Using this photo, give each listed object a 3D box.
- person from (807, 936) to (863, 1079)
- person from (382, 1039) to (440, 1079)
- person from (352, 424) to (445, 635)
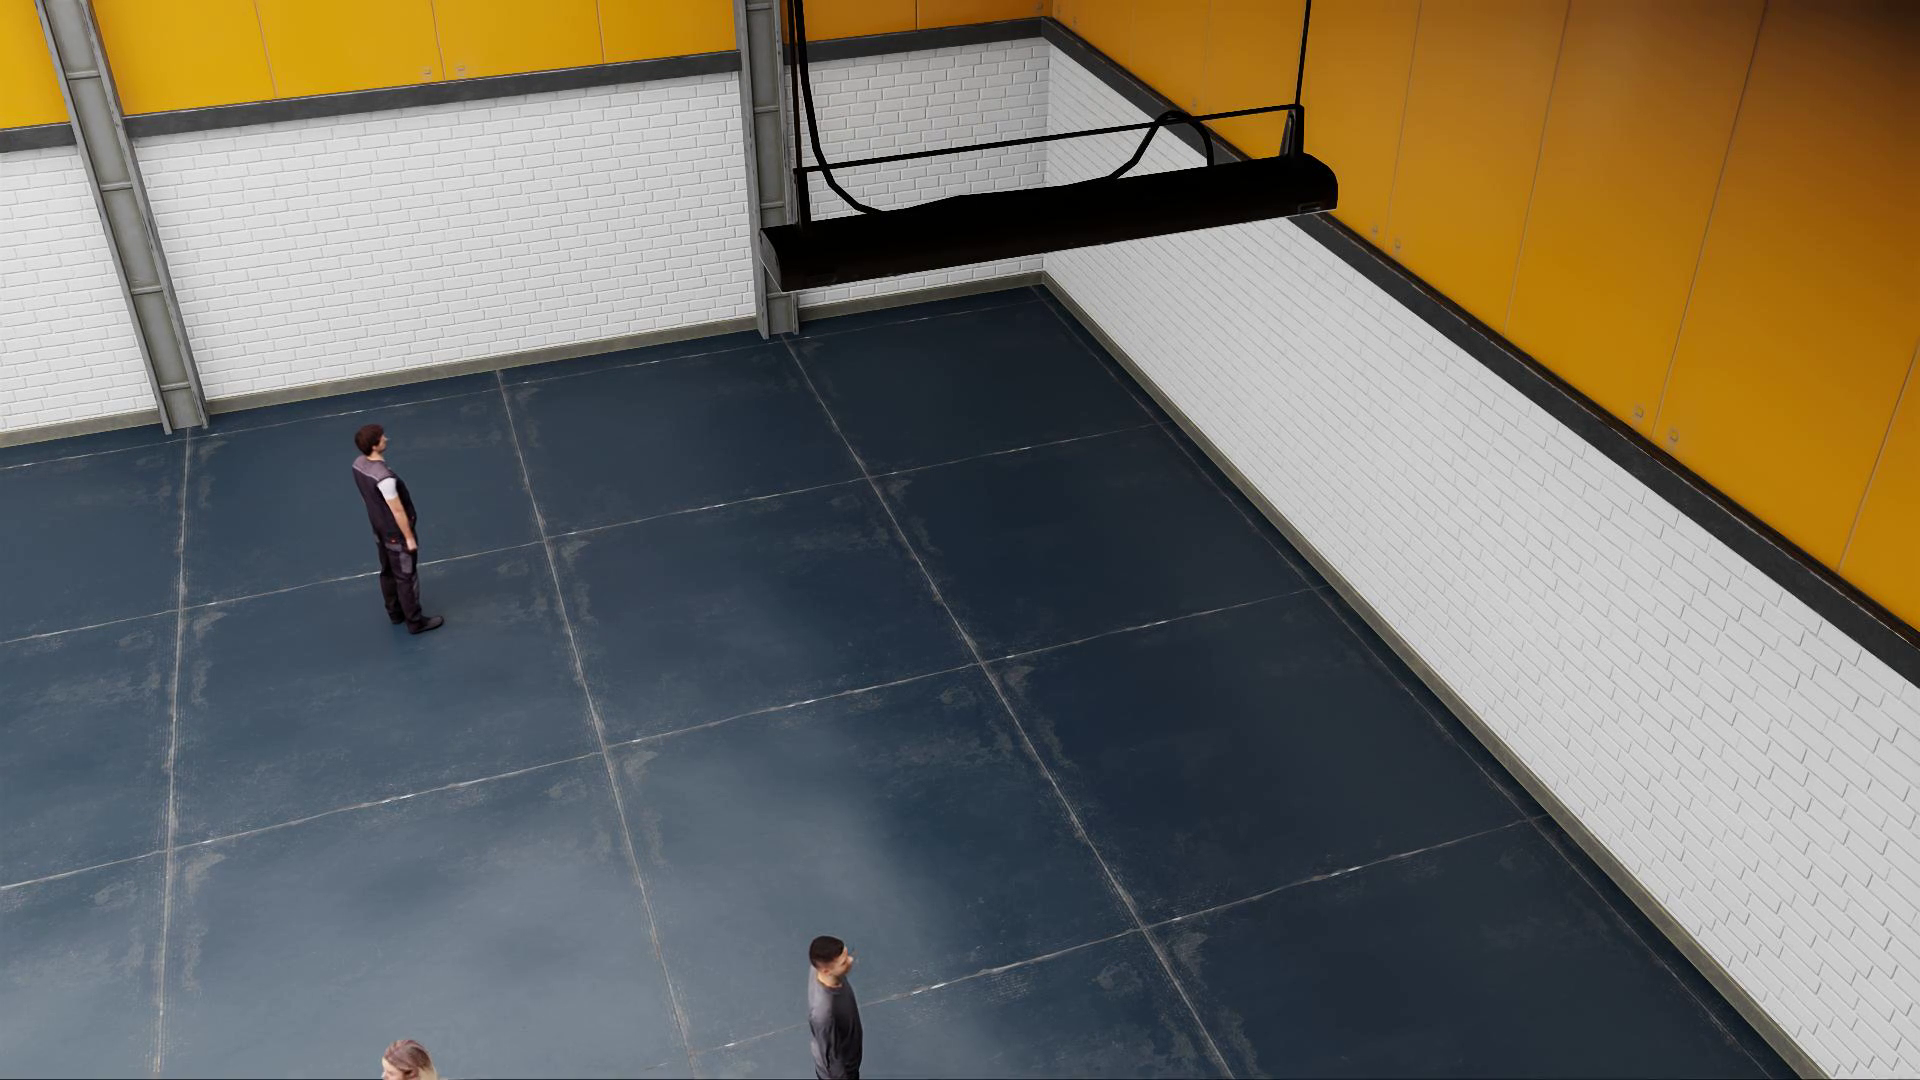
[{"bbox_3d":[-0.665,2.772,8.911,0.611,1.761,0.661,-4,34,-6],"label":"person"},{"bbox_3d":[-2.589,3.112,8.494,1.186,1.656,0.860,-23,40,-31],"label":"person"},{"bbox_3d":[-4.502,-0.092,13.142,0.740,1.848,0.735,27,42,34],"label":"person"}]
